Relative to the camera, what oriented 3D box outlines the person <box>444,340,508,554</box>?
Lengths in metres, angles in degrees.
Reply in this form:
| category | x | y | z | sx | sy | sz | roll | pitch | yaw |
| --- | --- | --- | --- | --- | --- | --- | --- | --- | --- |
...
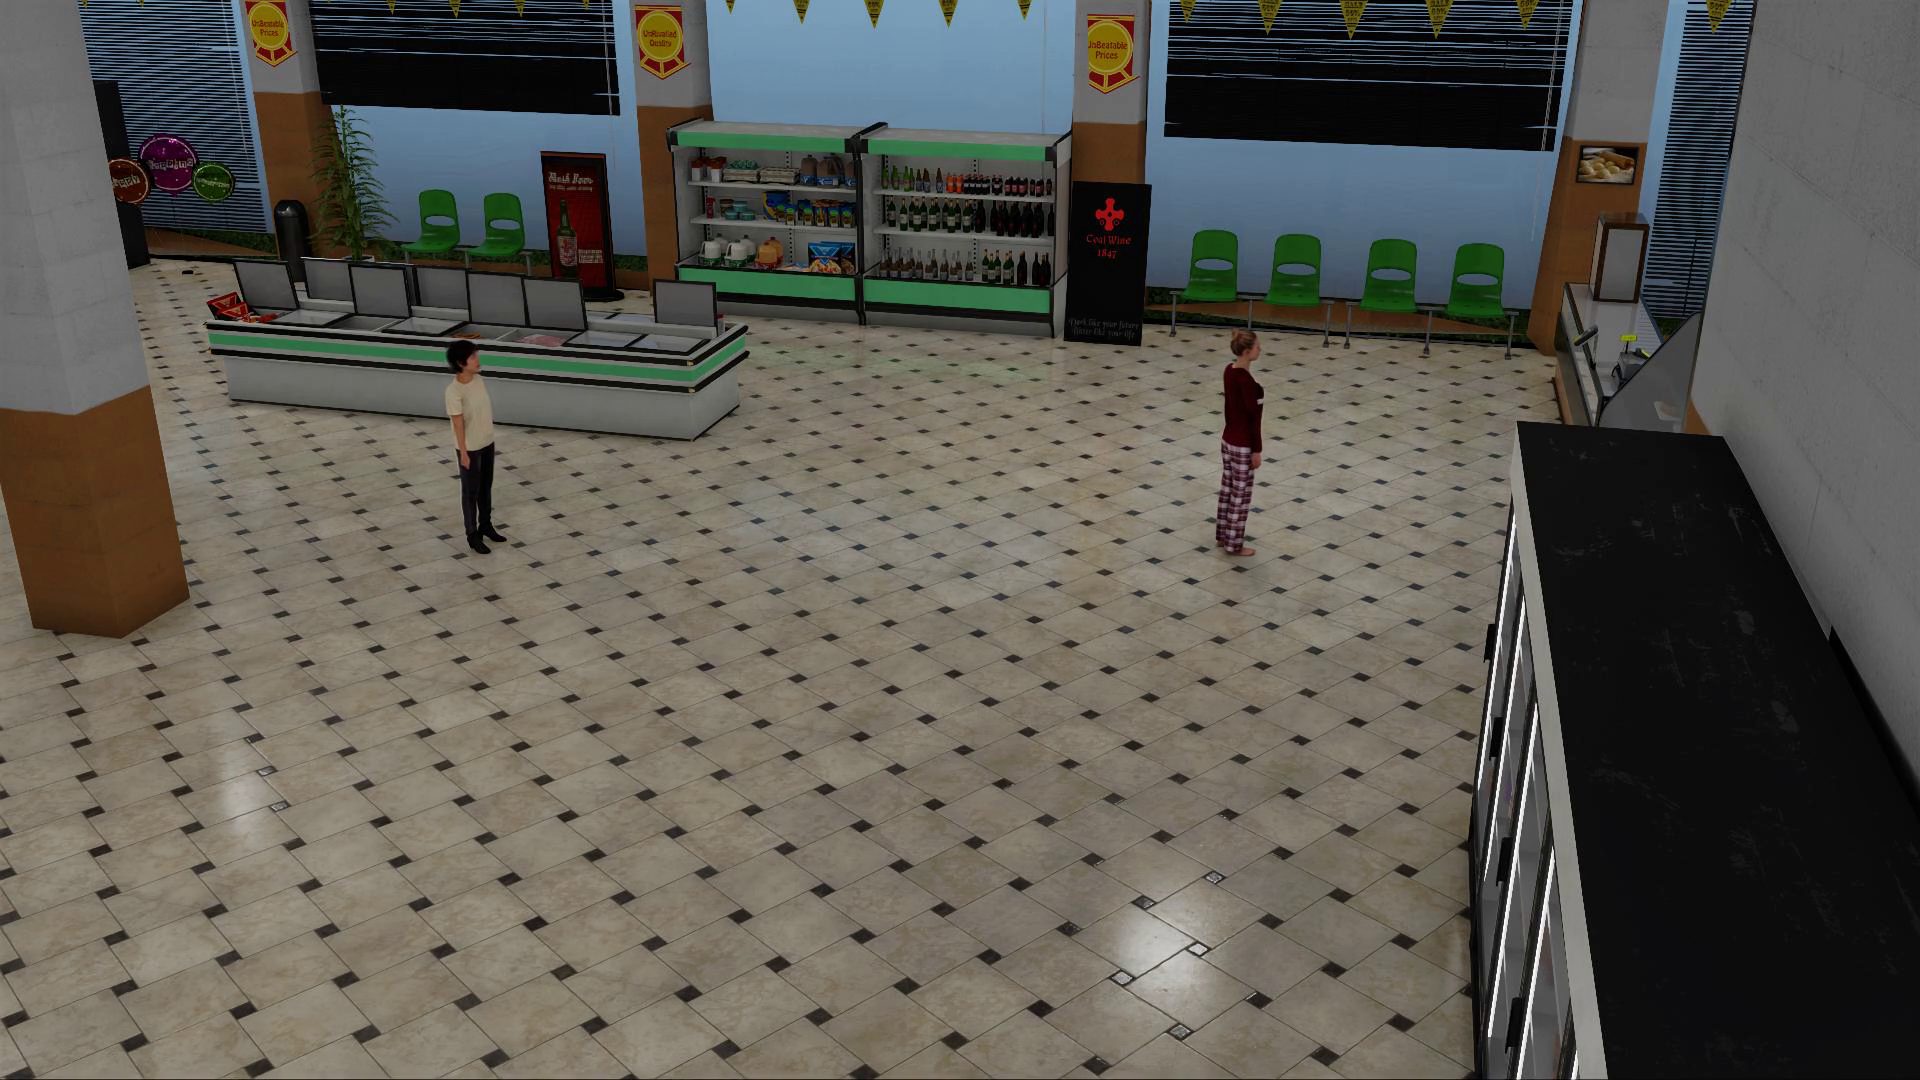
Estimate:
| category | x | y | z | sx | sy | sz | roll | pitch | yaw |
| --- | --- | --- | --- | --- | --- | --- | --- | --- | --- |
| person | -3.581 | -0.698 | 12.270 | 0.459 | 1.586 | 0.591 | 6 | 23 | 14 |

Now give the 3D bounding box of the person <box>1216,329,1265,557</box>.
| category | x | y | z | sx | sy | sz | roll | pitch | yaw |
| --- | --- | --- | --- | --- | --- | --- | --- | --- | --- |
| person | 2.055 | -0.724 | 12.187 | 0.673 | 1.696 | 0.685 | -6 | 23 | -14 |
